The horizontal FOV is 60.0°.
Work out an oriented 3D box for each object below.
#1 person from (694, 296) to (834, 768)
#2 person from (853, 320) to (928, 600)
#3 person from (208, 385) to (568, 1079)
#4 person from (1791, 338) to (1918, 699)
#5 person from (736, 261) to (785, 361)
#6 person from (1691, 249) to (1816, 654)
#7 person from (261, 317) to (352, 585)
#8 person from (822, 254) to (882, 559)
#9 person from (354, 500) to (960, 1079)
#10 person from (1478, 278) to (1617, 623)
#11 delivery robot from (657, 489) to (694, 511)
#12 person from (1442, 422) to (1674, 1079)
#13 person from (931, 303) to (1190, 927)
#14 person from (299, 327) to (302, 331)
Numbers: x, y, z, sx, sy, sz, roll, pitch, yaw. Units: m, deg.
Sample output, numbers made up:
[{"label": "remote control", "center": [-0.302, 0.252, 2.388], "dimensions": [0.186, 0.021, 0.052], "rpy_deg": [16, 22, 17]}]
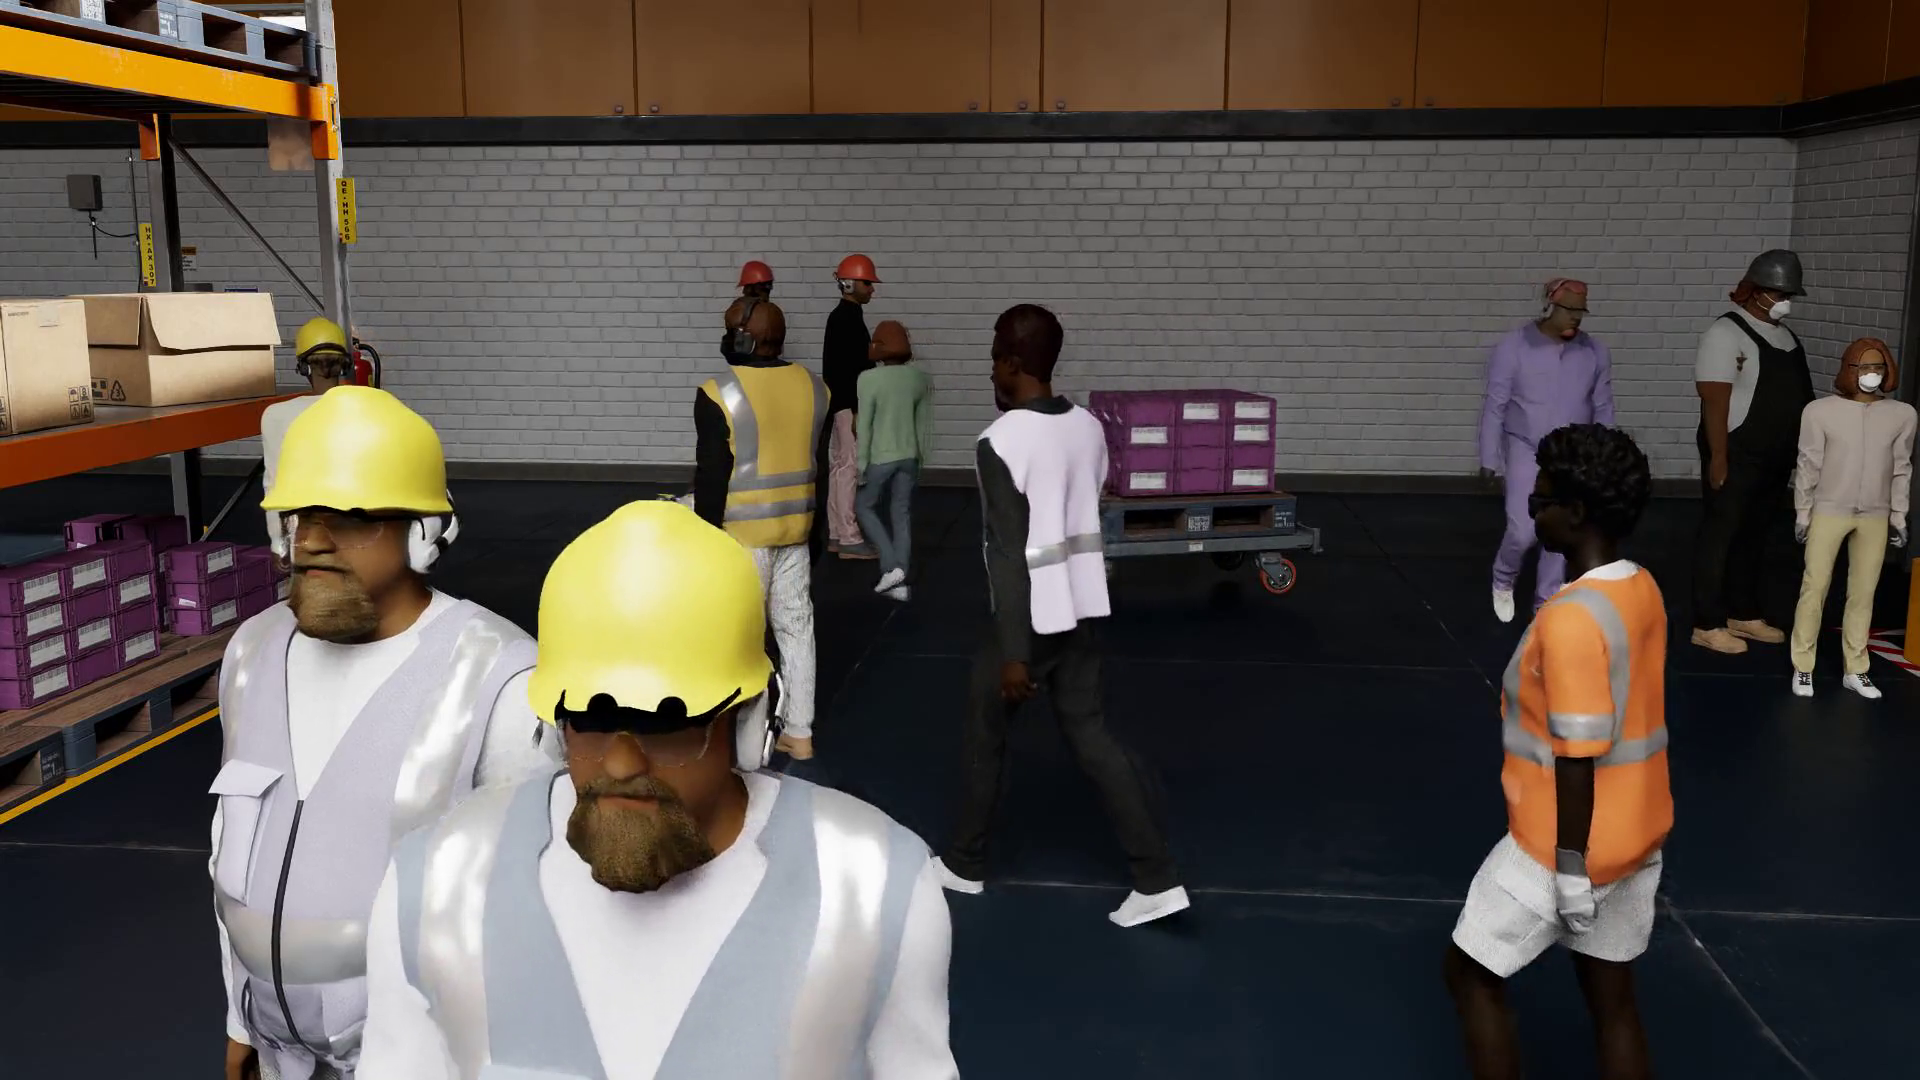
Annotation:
[{"label": "person", "center": [-0.785, -0.017, 6.466], "dimensions": [0.633, 1.846, 0.429], "rpy_deg": [-10, 14, -44]}, {"label": "person", "center": [-0.416, -0.453, 9.609], "dimensions": [0.510, 1.619, 0.360], "rpy_deg": [-7, 12, -36]}, {"label": "person", "center": [-0.843, 0.694, 2.420], "dimensions": [0.589, 1.837, 0.404], "rpy_deg": [3, 10, 19]}, {"label": "person", "center": [4.025, -0.094, 7.516], "dimensions": [0.497, 1.633, 0.285], "rpy_deg": [1, 10, 7]}, {"label": "person", "center": [-1.546, -1.194, 12.948], "dimensions": [0.362, 1.936, 0.542], "rpy_deg": [1, 10, 8]}, {"label": "person", "center": [4.047, -0.456, 8.425], "dimensions": [0.672, 2.000, 0.536], "rpy_deg": [-7, 12, -35]}, {"label": "person", "center": [-2.532, -0.016, 6.744], "dimensions": [0.538, 1.755, 0.379], "rpy_deg": [-8, 13, -40]}, {"label": "person", "center": [-0.709, -0.877, 10.973], "dimensions": [0.392, 1.991, 0.612], "rpy_deg": [-3, 10, -14]}, {"label": "person", "center": [-0.307, 0.851, 1.655], "dimensions": [0.605, 1.787, 0.904], "rpy_deg": [1, 10, 4]}, {"label": "person", "center": [3.067, -0.426, 8.718], "dimensions": [0.685, 1.879, 0.475], "rpy_deg": [-1, 10, -5]}, {"label": "delivery robot", "center": [-1.606, -0.159, 10.704], "dimensions": [0.707, 0.478, 0.477], "rpy_deg": [-1, 10, -4]}, {"label": "person", "center": [1.215, 0.594, 3.453], "dimensions": [0.576, 1.679, 0.540], "rpy_deg": [9, 13, 42]}, {"label": "person", "center": [0.285, 0.230, 5.001], "dimensions": [0.987, 1.873, 0.607], "rpy_deg": [8, 13, 38]}, {"label": "person", "center": [-3.682, -0.471, 9.733], "dimensions": [0.763, 1.603, 0.555], "rpy_deg": [-1, 10, -4]}]
